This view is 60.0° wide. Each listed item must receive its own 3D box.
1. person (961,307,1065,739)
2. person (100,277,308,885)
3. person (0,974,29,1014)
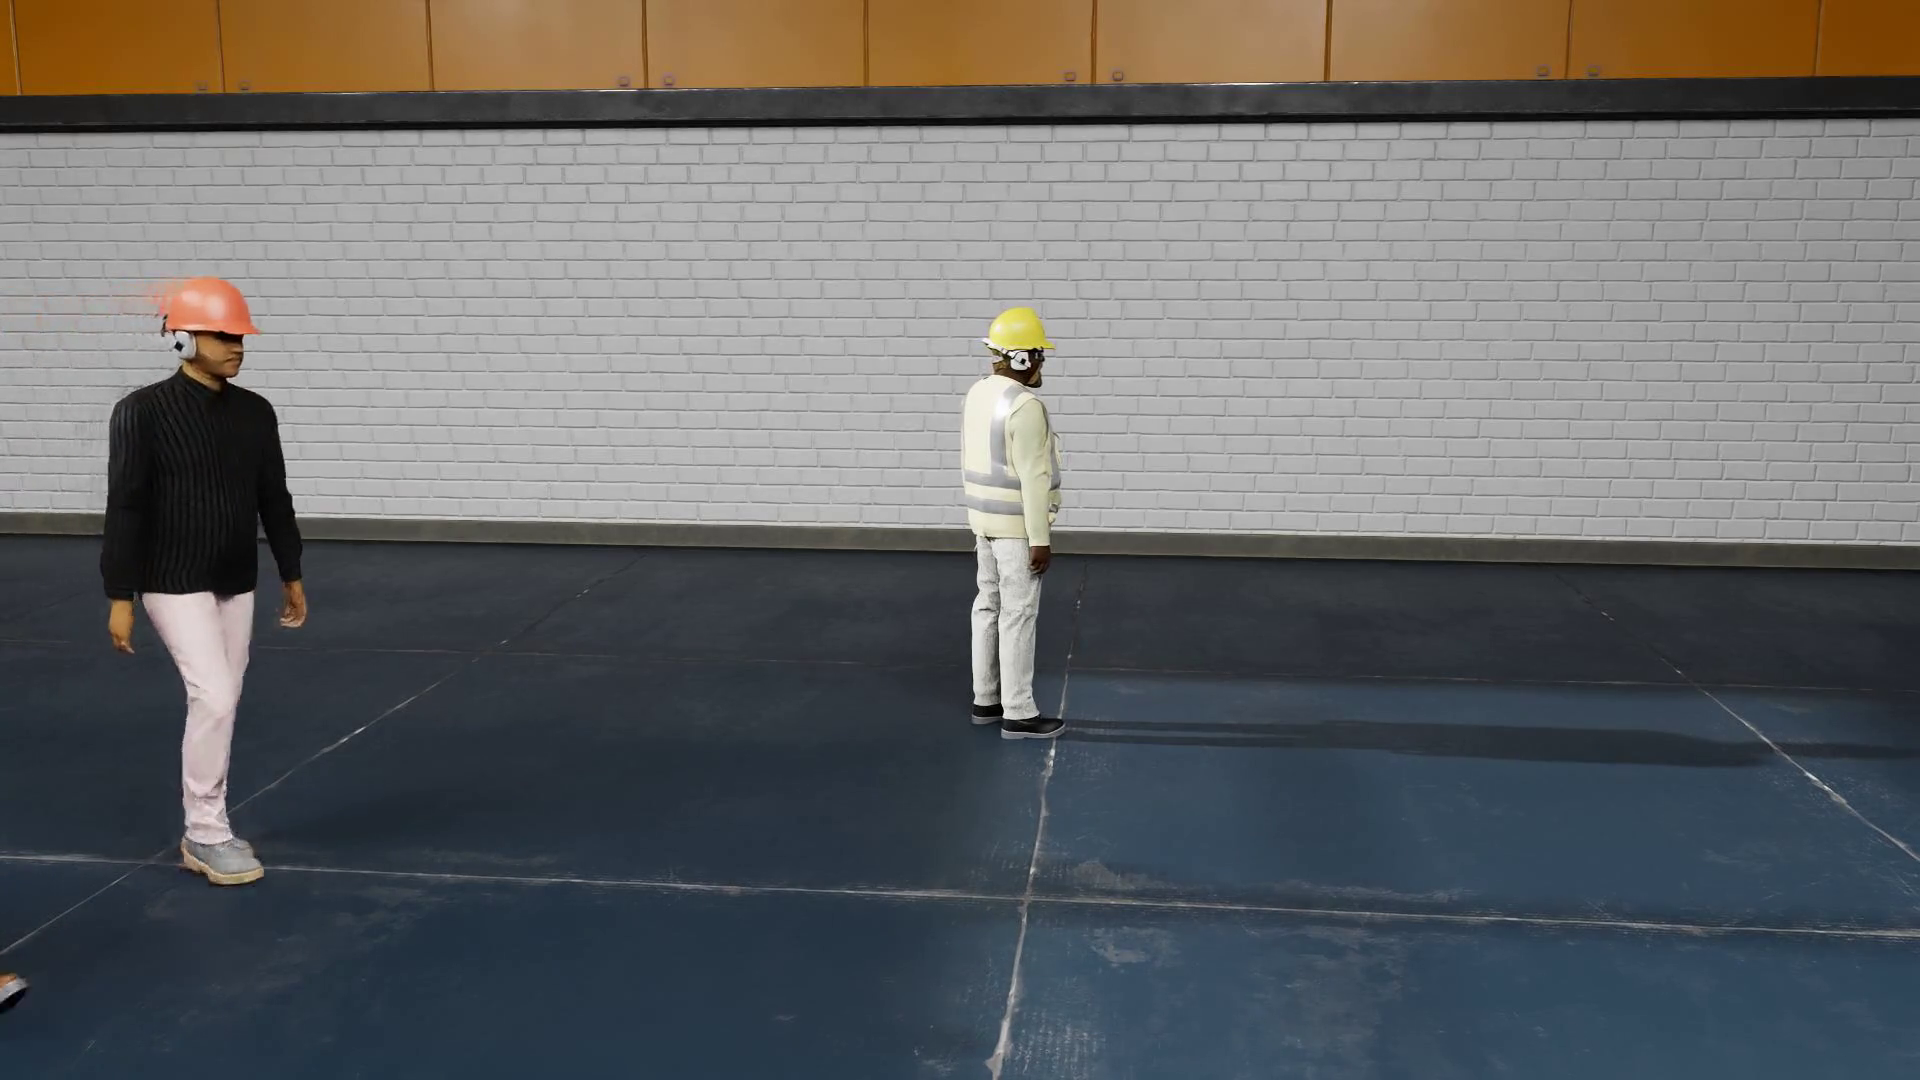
[{"bbox_3d":[0.233,-0.072,7.118,0.404,1.830,0.603,-5,11,-26],"label":"person"},{"bbox_3d":[-2.442,0.141,5.463,0.657,1.978,0.667,4,11,24],"label":"person"},{"bbox_3d":[-2.966,0.427,4.127,1.024,1.878,0.636,0,10,2],"label":"person"}]
